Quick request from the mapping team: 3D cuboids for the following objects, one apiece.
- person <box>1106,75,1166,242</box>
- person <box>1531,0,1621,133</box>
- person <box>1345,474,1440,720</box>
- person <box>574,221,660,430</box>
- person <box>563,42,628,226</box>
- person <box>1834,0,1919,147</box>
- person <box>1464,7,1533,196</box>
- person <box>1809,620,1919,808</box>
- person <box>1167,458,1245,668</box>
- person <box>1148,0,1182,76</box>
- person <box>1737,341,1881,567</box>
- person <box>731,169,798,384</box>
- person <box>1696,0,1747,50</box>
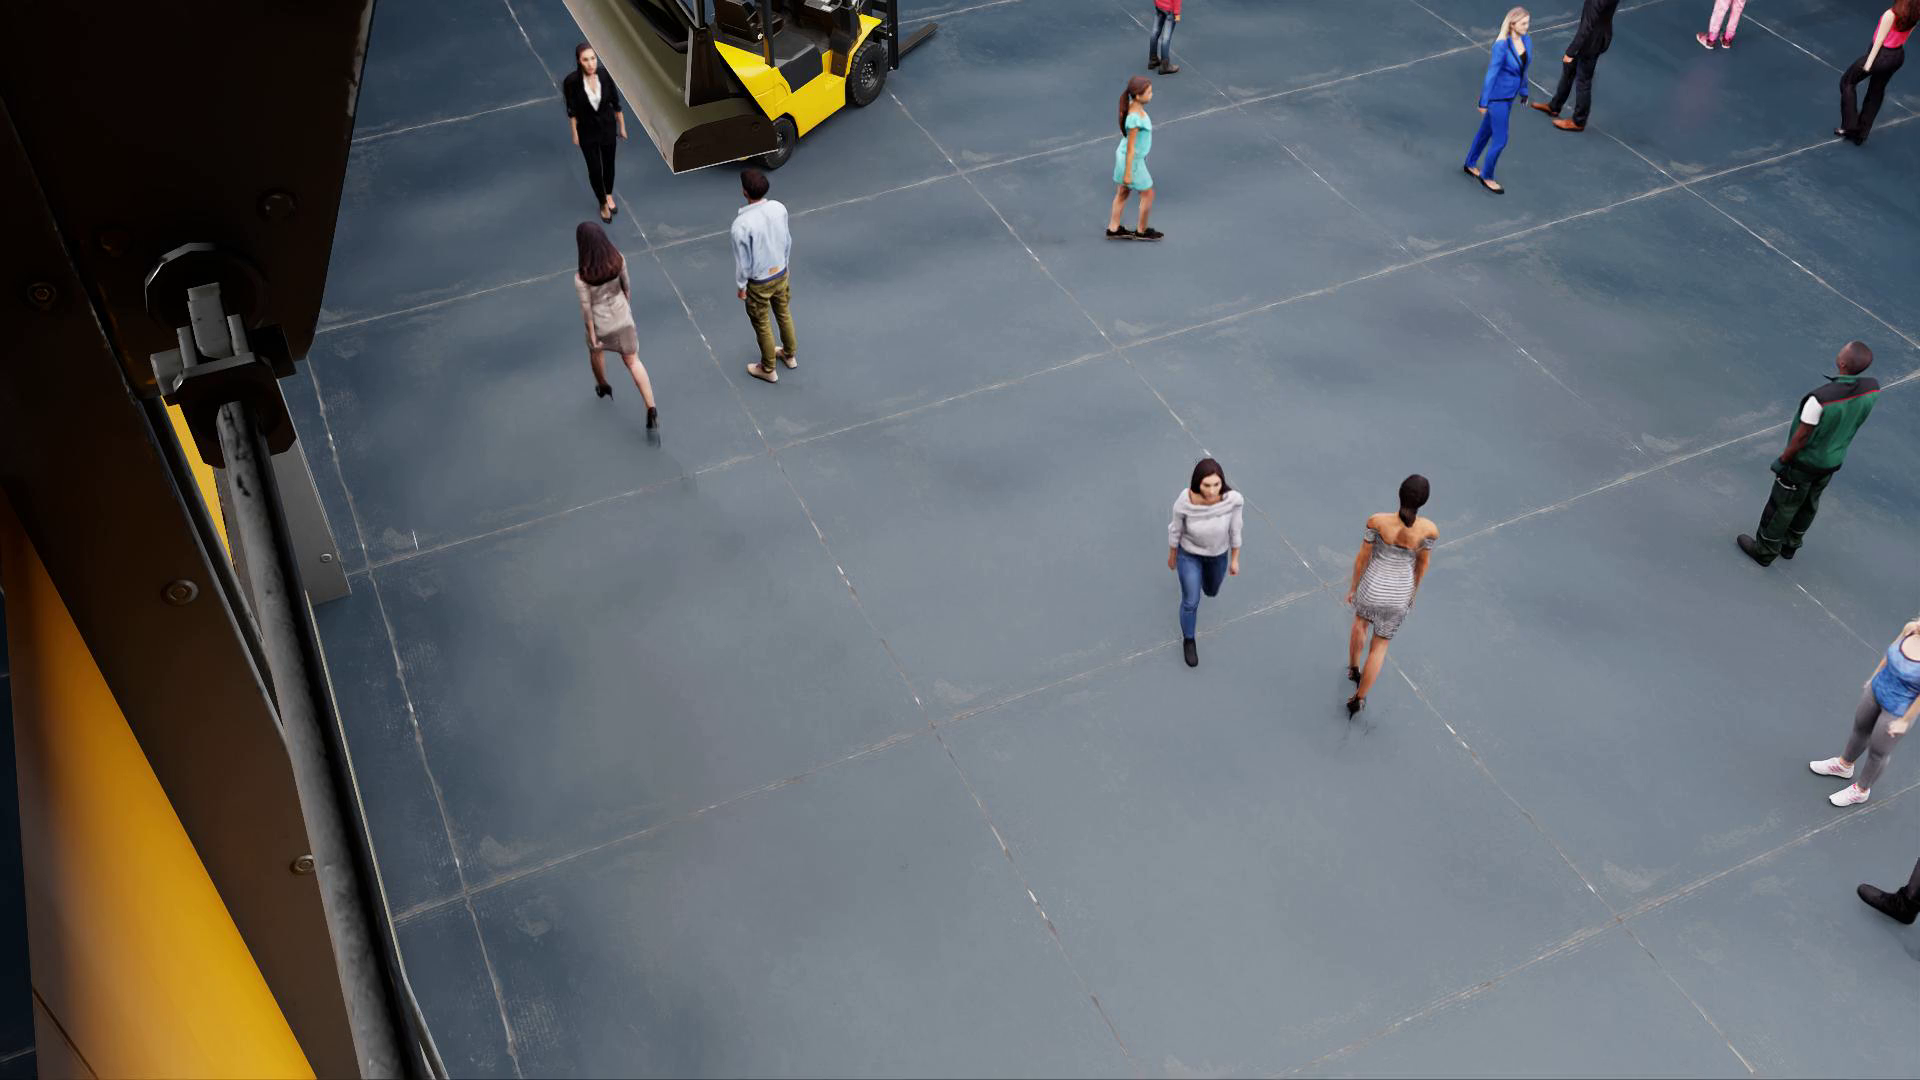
[{"bbox_3d":[1.398,-3.239,14.199,0.781,1.547,0.773,0,44,0],"label":"person"},{"bbox_3d":[5.952,-4.627,15.481,1.004,1.788,0.943,22,48,21],"label":"person"},{"bbox_3d":[2.587,0.412,10.189,0.790,1.790,0.853,9,44,10],"label":"person"},{"bbox_3d":[-2.537,-1.556,12.315,0.723,1.709,1.138,-25,49,-24],"label":"person"},{"bbox_3d":[-3.189,-3.599,14.503,0.635,1.648,0.643,-22,48,-21],"label":"person"},{"bbox_3d":[8.540,-4.375,15.318,0.611,1.648,0.642,-14,45,-14],"label":"person"},{"bbox_3d":[4.751,-3.990,14.886,0.852,1.686,0.762,34,53,30],"label":"person"},{"bbox_3d":[5.476,0.947,9.759,0.701,1.610,0.594,-1,44,-1],"label":"person"},{"bbox_3d":[1.549,0.052,10.697,0.832,1.611,1.031,-2,44,-2],"label":"person"},{"bbox_3d":[2.039,-5.285,16.512,0.606,1.318,0.483,-26,49,-25],"label":"person"},{"bbox_3d":[5.743,-0.570,11.185,0.714,1.839,0.644,-12,45,-12],"label":"person"},{"bbox_3d":[-1.494,-2.024,12.732,0.700,1.811,0.743,33,53,30],"label":"person"},{"bbox_3d":[7.887,-5.694,16.849,0.608,1.445,0.593,-2,44,-2],"label":"person"}]
